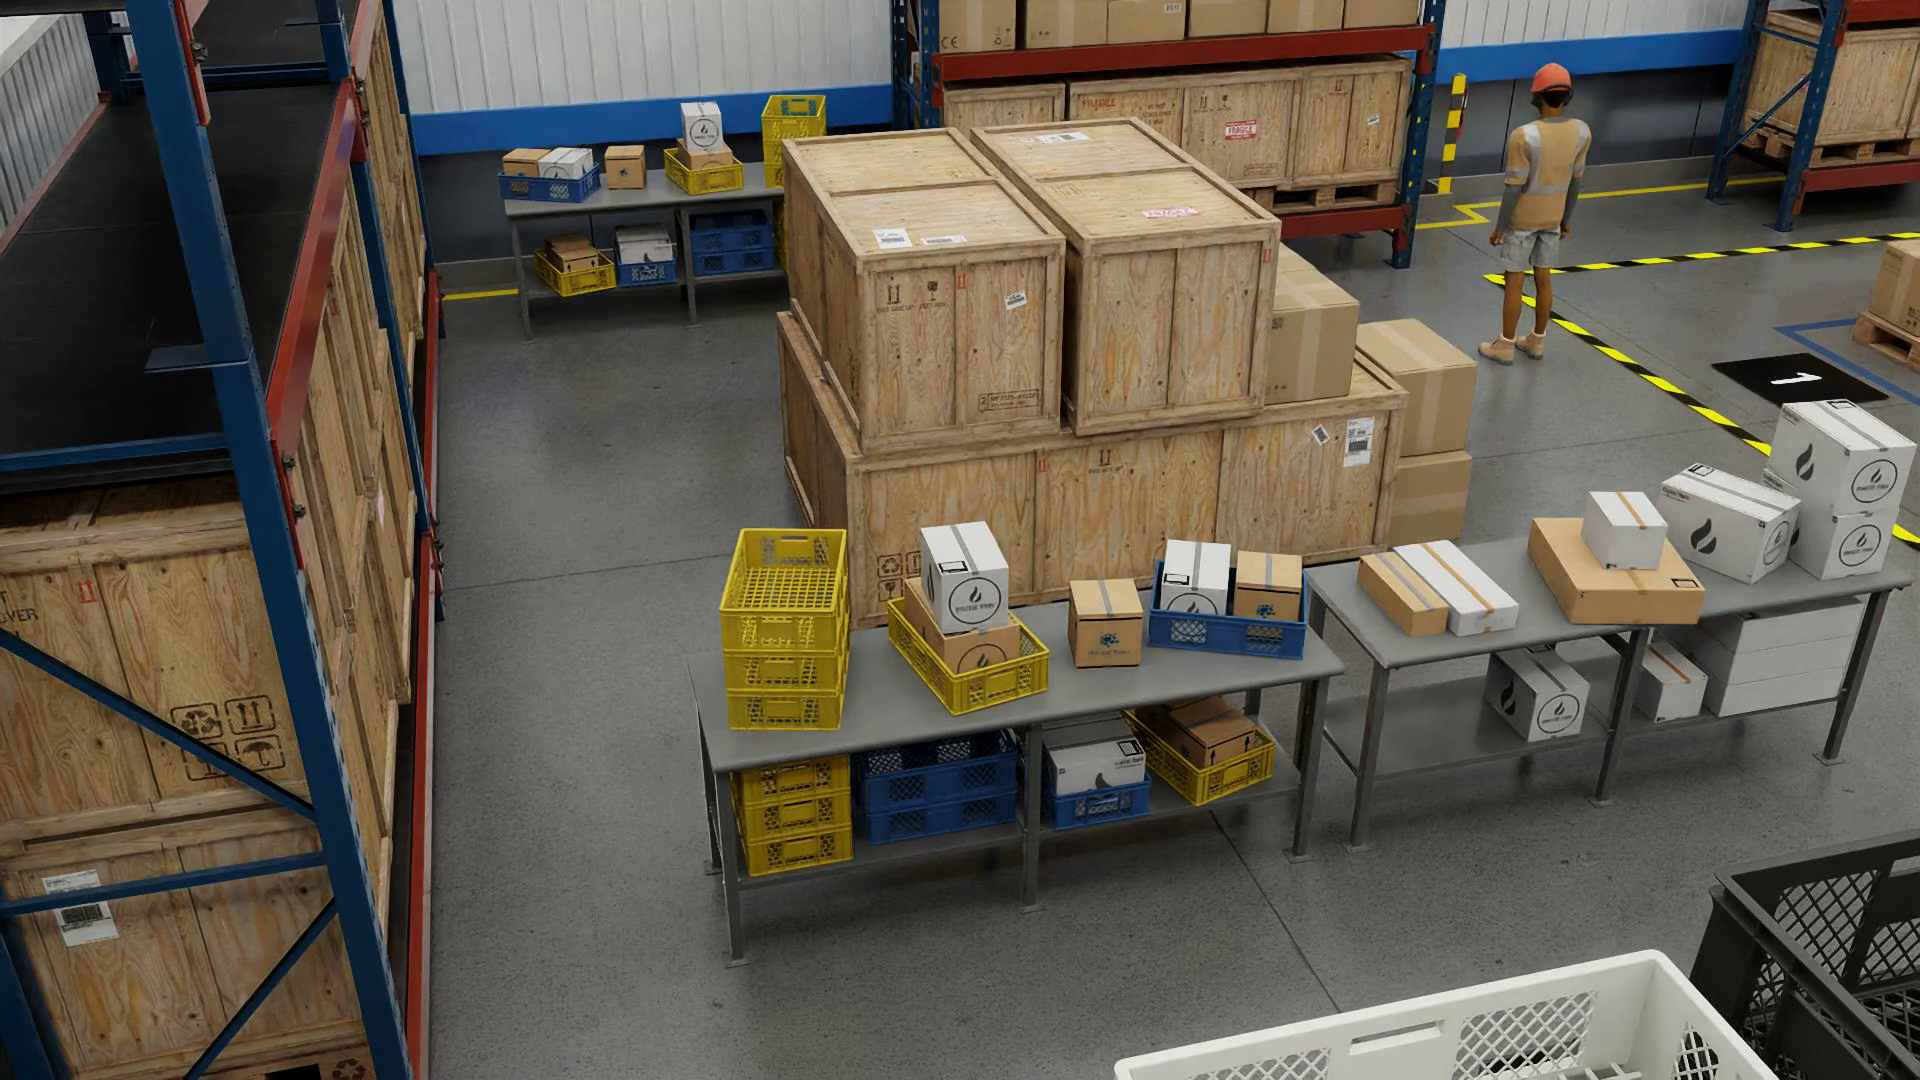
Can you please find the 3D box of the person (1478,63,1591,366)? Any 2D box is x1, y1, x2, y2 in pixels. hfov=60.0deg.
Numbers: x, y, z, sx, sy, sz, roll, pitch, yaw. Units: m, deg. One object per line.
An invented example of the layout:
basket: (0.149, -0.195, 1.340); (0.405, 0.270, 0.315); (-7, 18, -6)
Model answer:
person: (3.865, -2.185, 11.259); (0.613, 2.029, 0.398); (-10, 30, -17)
